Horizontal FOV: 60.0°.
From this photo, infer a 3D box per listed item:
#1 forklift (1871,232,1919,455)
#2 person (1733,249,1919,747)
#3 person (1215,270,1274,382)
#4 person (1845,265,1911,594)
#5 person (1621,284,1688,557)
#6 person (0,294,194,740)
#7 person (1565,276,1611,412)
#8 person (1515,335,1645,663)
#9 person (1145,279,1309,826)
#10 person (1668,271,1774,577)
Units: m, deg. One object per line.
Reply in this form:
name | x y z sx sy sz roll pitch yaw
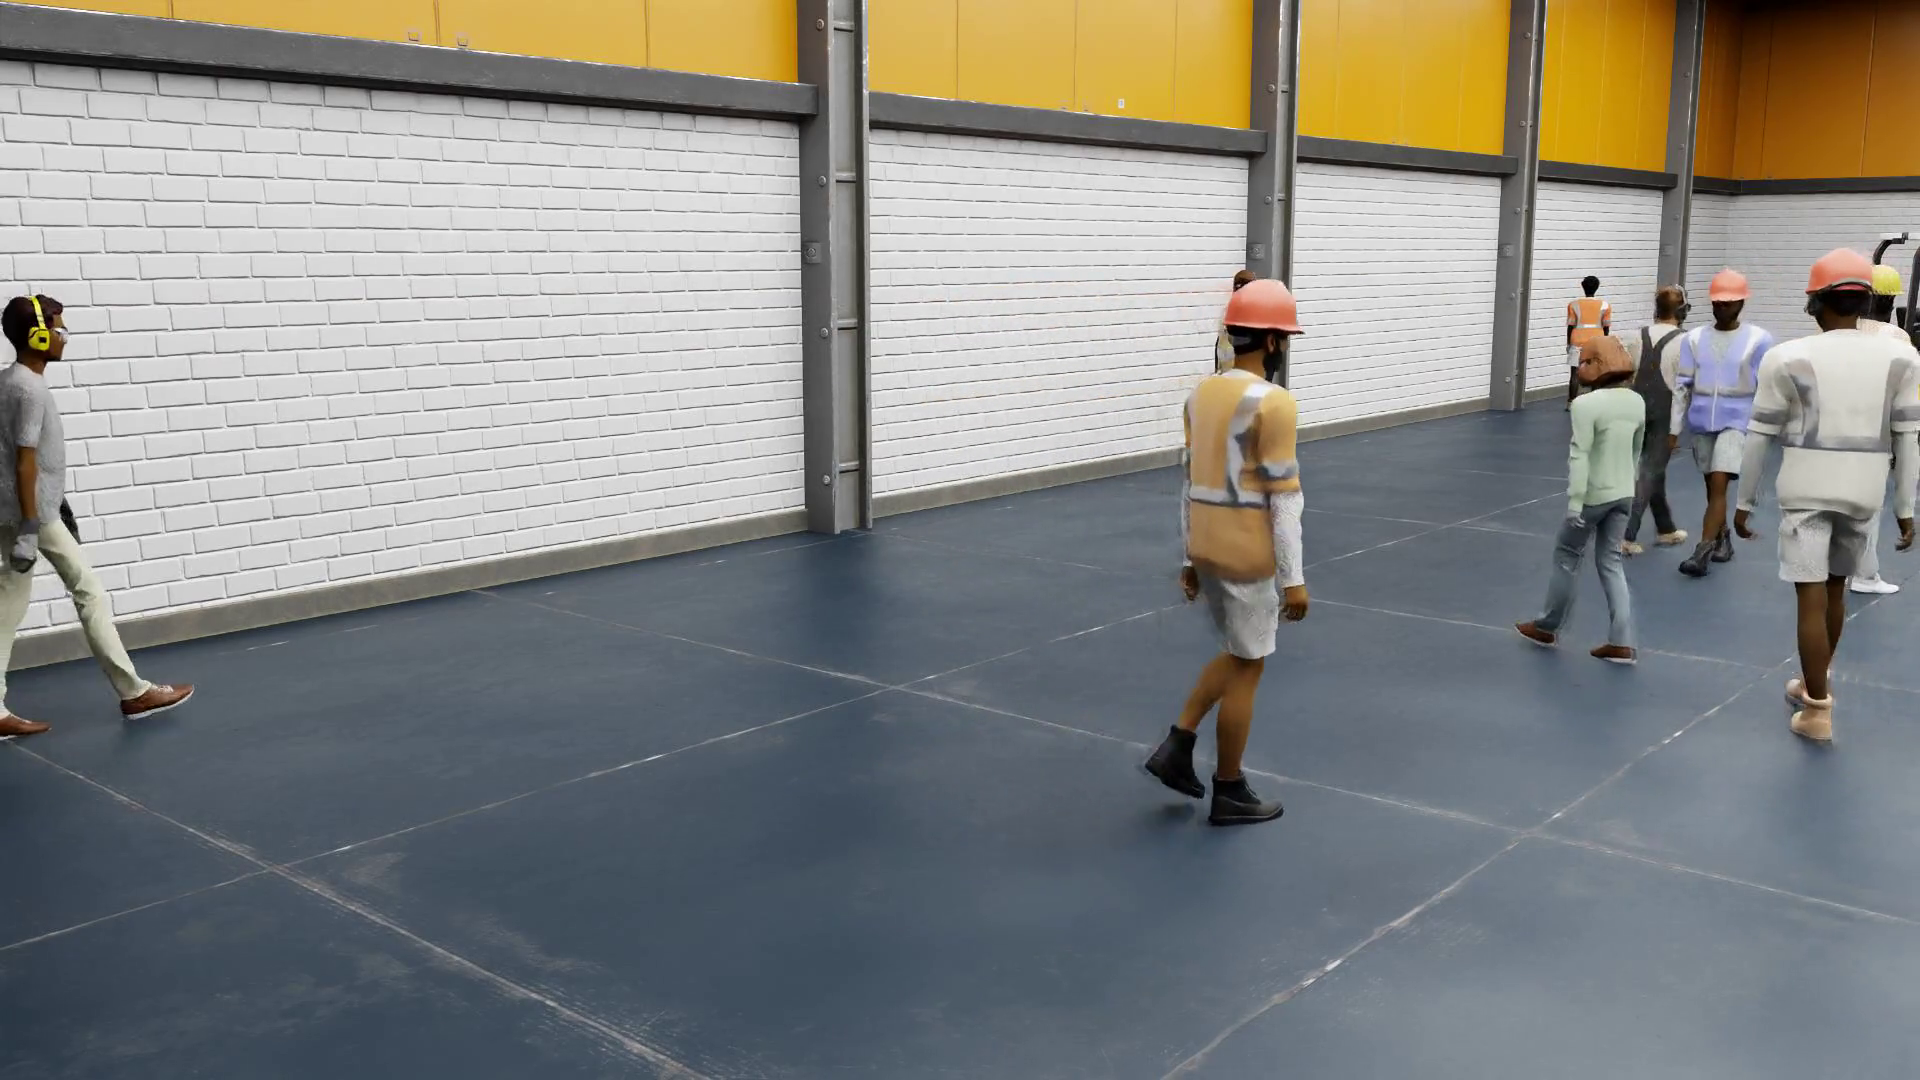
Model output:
forklift | 9.955 -1.972 16.595 2.313 2.155 1.214 1 10 8
person | 3.584 -0.195 6.979 0.645 2.013 0.855 1 10 7
person | 2.373 -1.344 14.022 0.429 1.843 0.633 -8 13 -37
person | 5.319 -0.645 9.802 0.366 1.927 0.585 -4 11 -24
person | 4.644 -0.793 11.050 0.979 1.796 0.527 -7 12 -35
person | -3.765 -0.100 6.970 0.507 1.828 0.922 9 13 42
person | 7.754 -2.415 20.558 0.528 1.691 0.320 2 10 13
person | 3.091 -0.211 8.242 0.539 1.597 0.695 -5 11 -25
person | 0.991 0.061 5.812 0.447 1.924 0.563 -4 11 -21
person | 4.775 -0.736 10.459 0.557 1.886 1.014 9 13 41
